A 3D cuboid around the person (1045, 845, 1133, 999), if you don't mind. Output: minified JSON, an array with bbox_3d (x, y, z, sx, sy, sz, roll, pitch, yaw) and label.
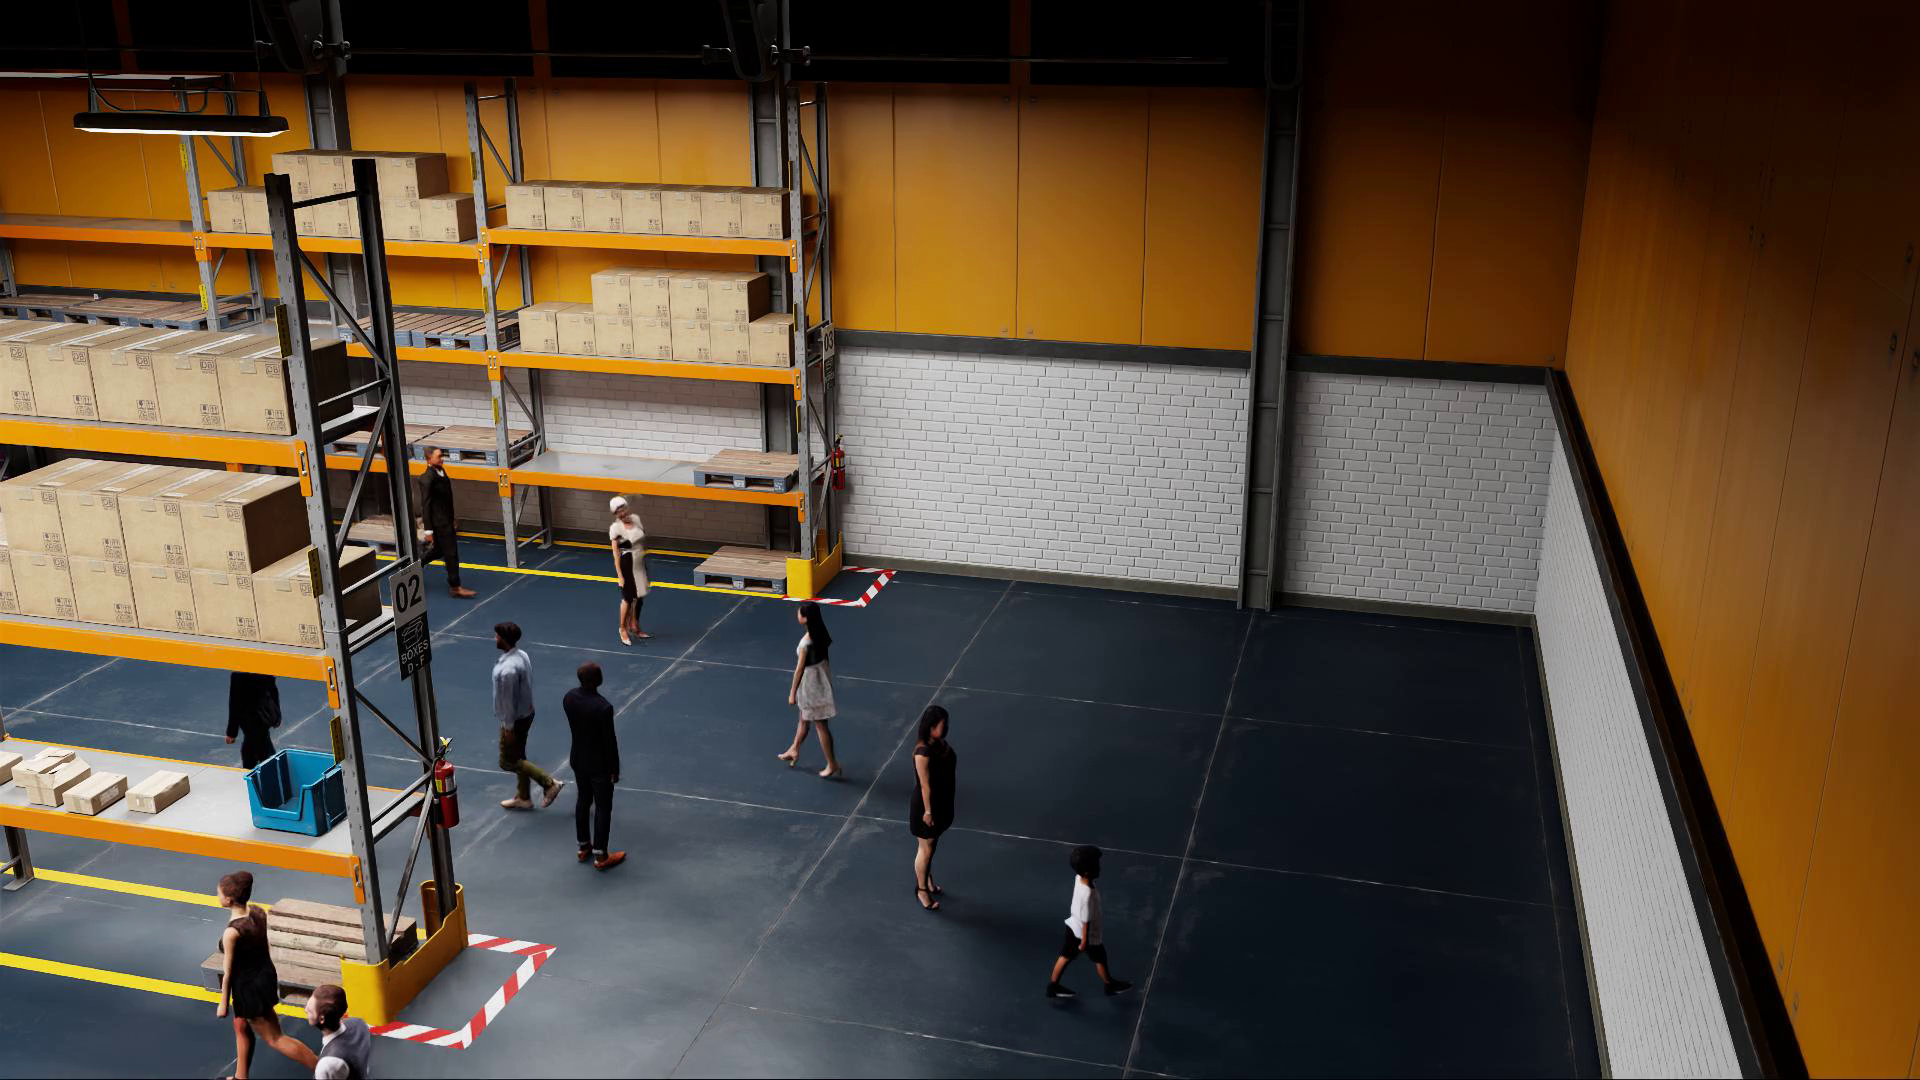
[{"bbox_3d":[0.838,2.802,12.050,0.937,1.229,0.753,-4,19,-12],"label":"person"}]

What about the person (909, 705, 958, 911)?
[{"bbox_3d":[-0.237,2.117,13.323,0.636,1.715,0.686,2,19,7],"label":"person"}]

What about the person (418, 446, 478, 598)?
[{"bbox_3d":[-6.332,-0.213,19.989,1.246,1.875,0.879,1,19,3],"label":"person"}]

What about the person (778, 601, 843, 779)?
[{"bbox_3d":[-1.272,1.409,15.358,0.975,1.757,0.721,8,20,22],"label":"person"}]

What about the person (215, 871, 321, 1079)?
[{"bbox_3d":[-4.561,2.957,10.936,1.141,1.646,0.740,1,19,2],"label":"person"}]

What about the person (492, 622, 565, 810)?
[{"bbox_3d":[-3.854,1.590,14.751,0.934,1.801,0.814,0,19,0],"label":"person"}]

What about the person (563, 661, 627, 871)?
[{"bbox_3d":[-3.083,1.865,13.910,0.685,1.818,0.826,13,23,35],"label":"person"}]

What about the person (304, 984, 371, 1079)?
[{"bbox_3d":[-3.343,3.337,9.369,0.863,1.925,0.817,-2,19,-6],"label":"person"}]

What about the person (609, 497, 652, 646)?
[{"bbox_3d":[-3.673,0.320,18.640,0.681,1.727,0.746,5,19,14],"label":"person"}]
